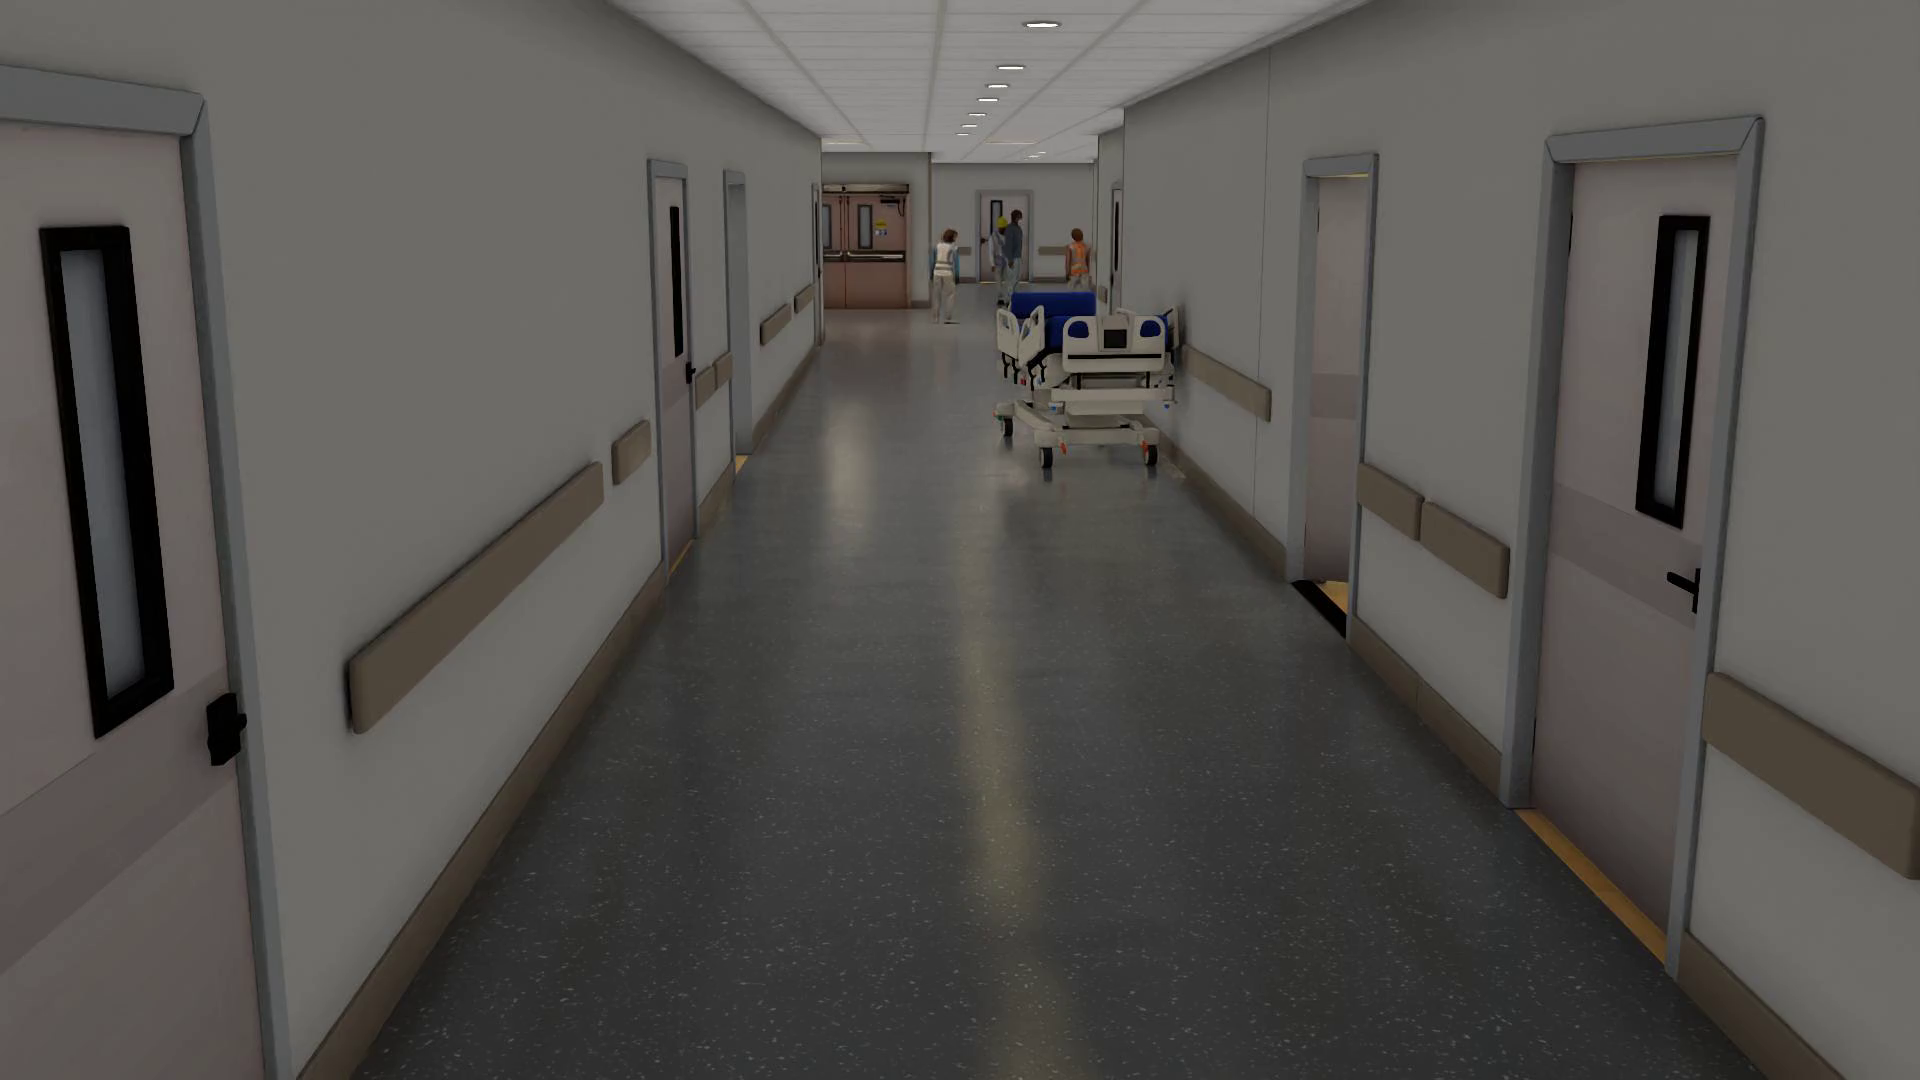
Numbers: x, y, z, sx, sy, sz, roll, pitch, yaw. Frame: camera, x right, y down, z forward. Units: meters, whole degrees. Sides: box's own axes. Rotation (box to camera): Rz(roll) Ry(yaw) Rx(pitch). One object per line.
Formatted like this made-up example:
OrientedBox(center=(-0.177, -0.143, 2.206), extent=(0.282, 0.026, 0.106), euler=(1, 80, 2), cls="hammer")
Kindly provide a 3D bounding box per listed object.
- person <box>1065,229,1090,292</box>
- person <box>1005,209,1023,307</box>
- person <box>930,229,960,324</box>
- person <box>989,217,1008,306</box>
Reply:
OrientedBox(center=(2.117, -4.758, 29.763), extent=(0.535, 1.599, 0.847), euler=(-4, 12, -21), cls="person")
OrientedBox(center=(1.076, -5.531, 32.741), extent=(0.390, 1.928, 0.633), euler=(4, 12, 20), cls="person")
OrientedBox(center=(-0.280, -4.524, 28.596), extent=(0.601, 1.620, 0.326), euler=(7, 13, 29), cls="person")
OrientedBox(center=(0.873, -5.552, 33.240), extent=(0.600, 1.755, 0.953), euler=(-2, 12, -9), cls="person")
